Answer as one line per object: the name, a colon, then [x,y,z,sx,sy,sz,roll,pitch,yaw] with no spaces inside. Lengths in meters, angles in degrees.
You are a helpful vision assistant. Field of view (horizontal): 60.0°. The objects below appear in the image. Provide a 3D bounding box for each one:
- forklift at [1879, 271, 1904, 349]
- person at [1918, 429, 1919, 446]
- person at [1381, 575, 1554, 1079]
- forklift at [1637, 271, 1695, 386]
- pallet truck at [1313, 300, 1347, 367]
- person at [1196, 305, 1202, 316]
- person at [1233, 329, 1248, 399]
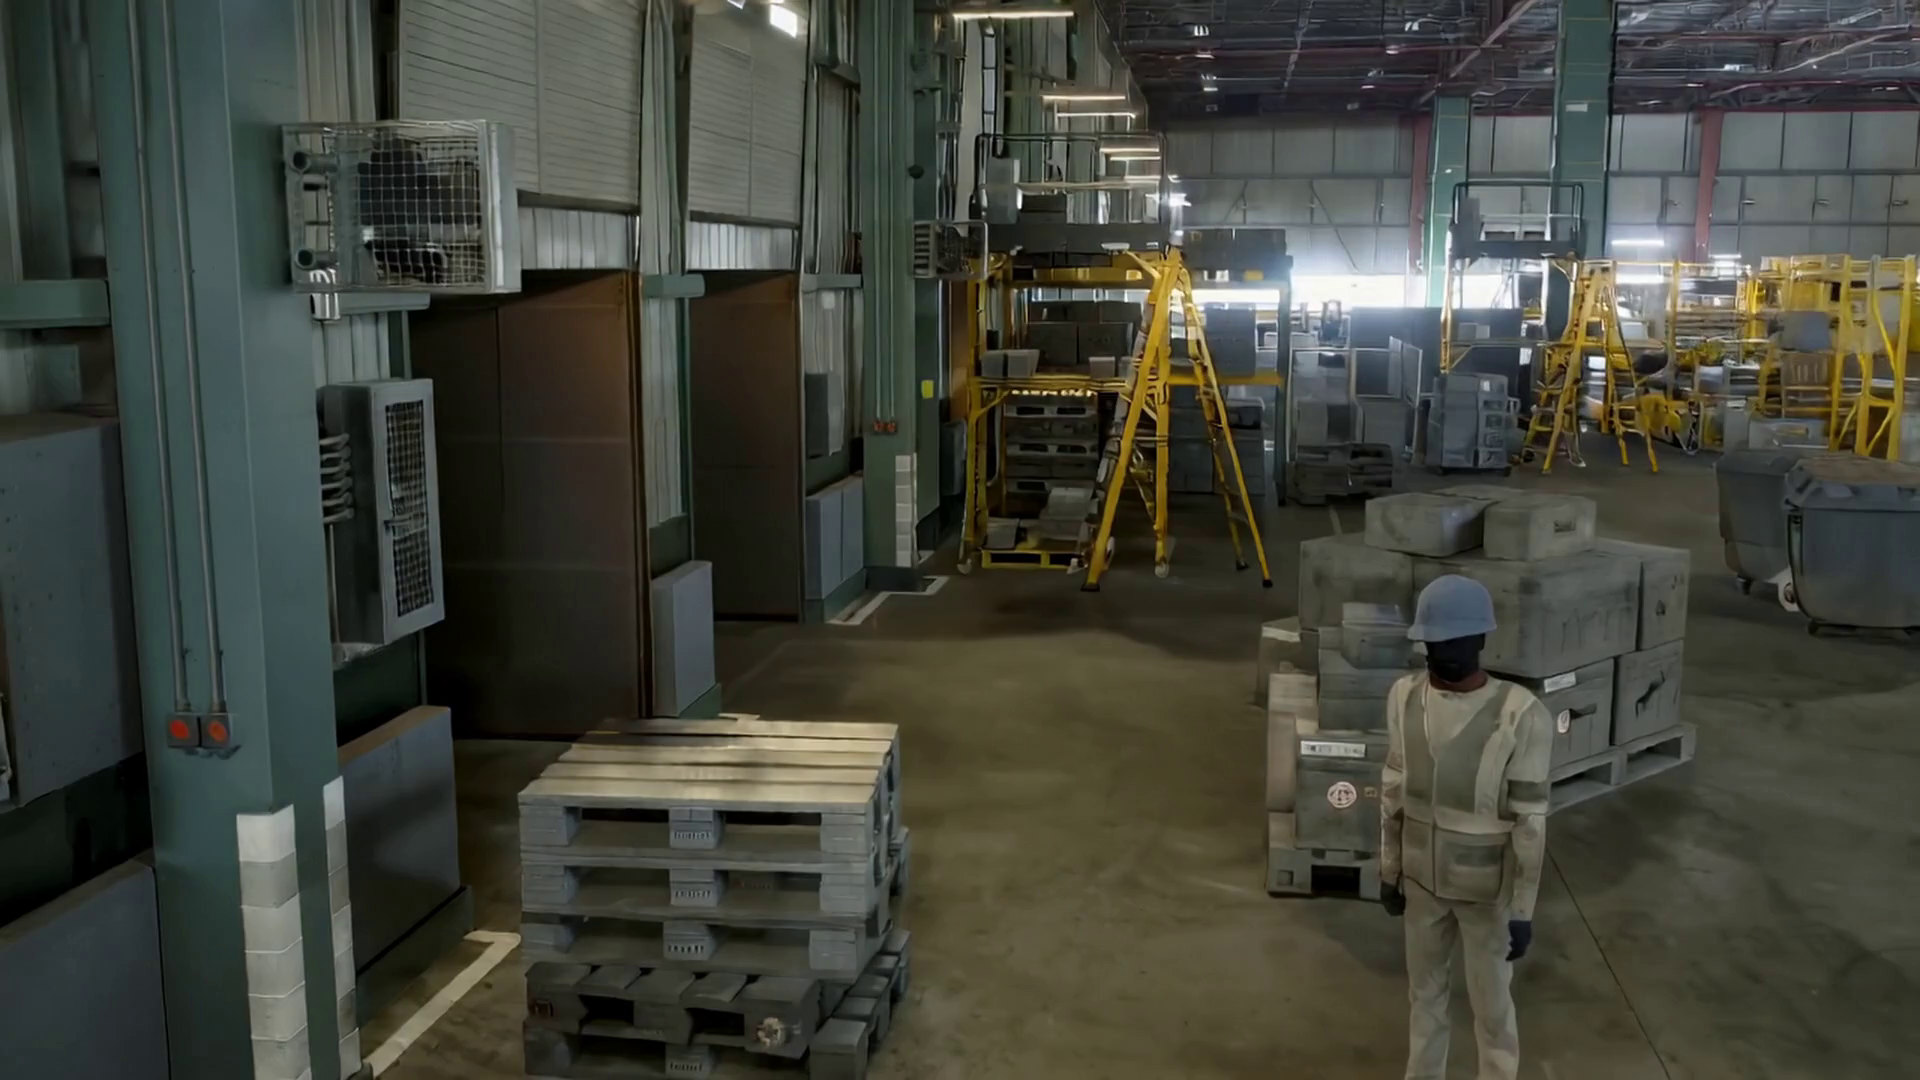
forklift: [26.597,-6.291,47.564,1.873,2.768,1.129,4,10,23]
person: [15.773,-2.358,26.831,0.485,1.737,0.320,-4,10,-21]
person: [1.554,1.053,5.233,0.393,1.921,0.585,-7,12,-38]
forklift: [16.971,-5.172,40.666,1.129,2.768,1.873,-9,13,-43]
pallet truck: [11.159,-6.200,49.718,0.823,1.965,1.885,4,10,26]
person: [6.313,-5.296,44.378,0.392,1.928,0.543,9,13,44]
person: [5.890,-3.584,34.723,0.312,1.632,0.519,-5,11,-30]
